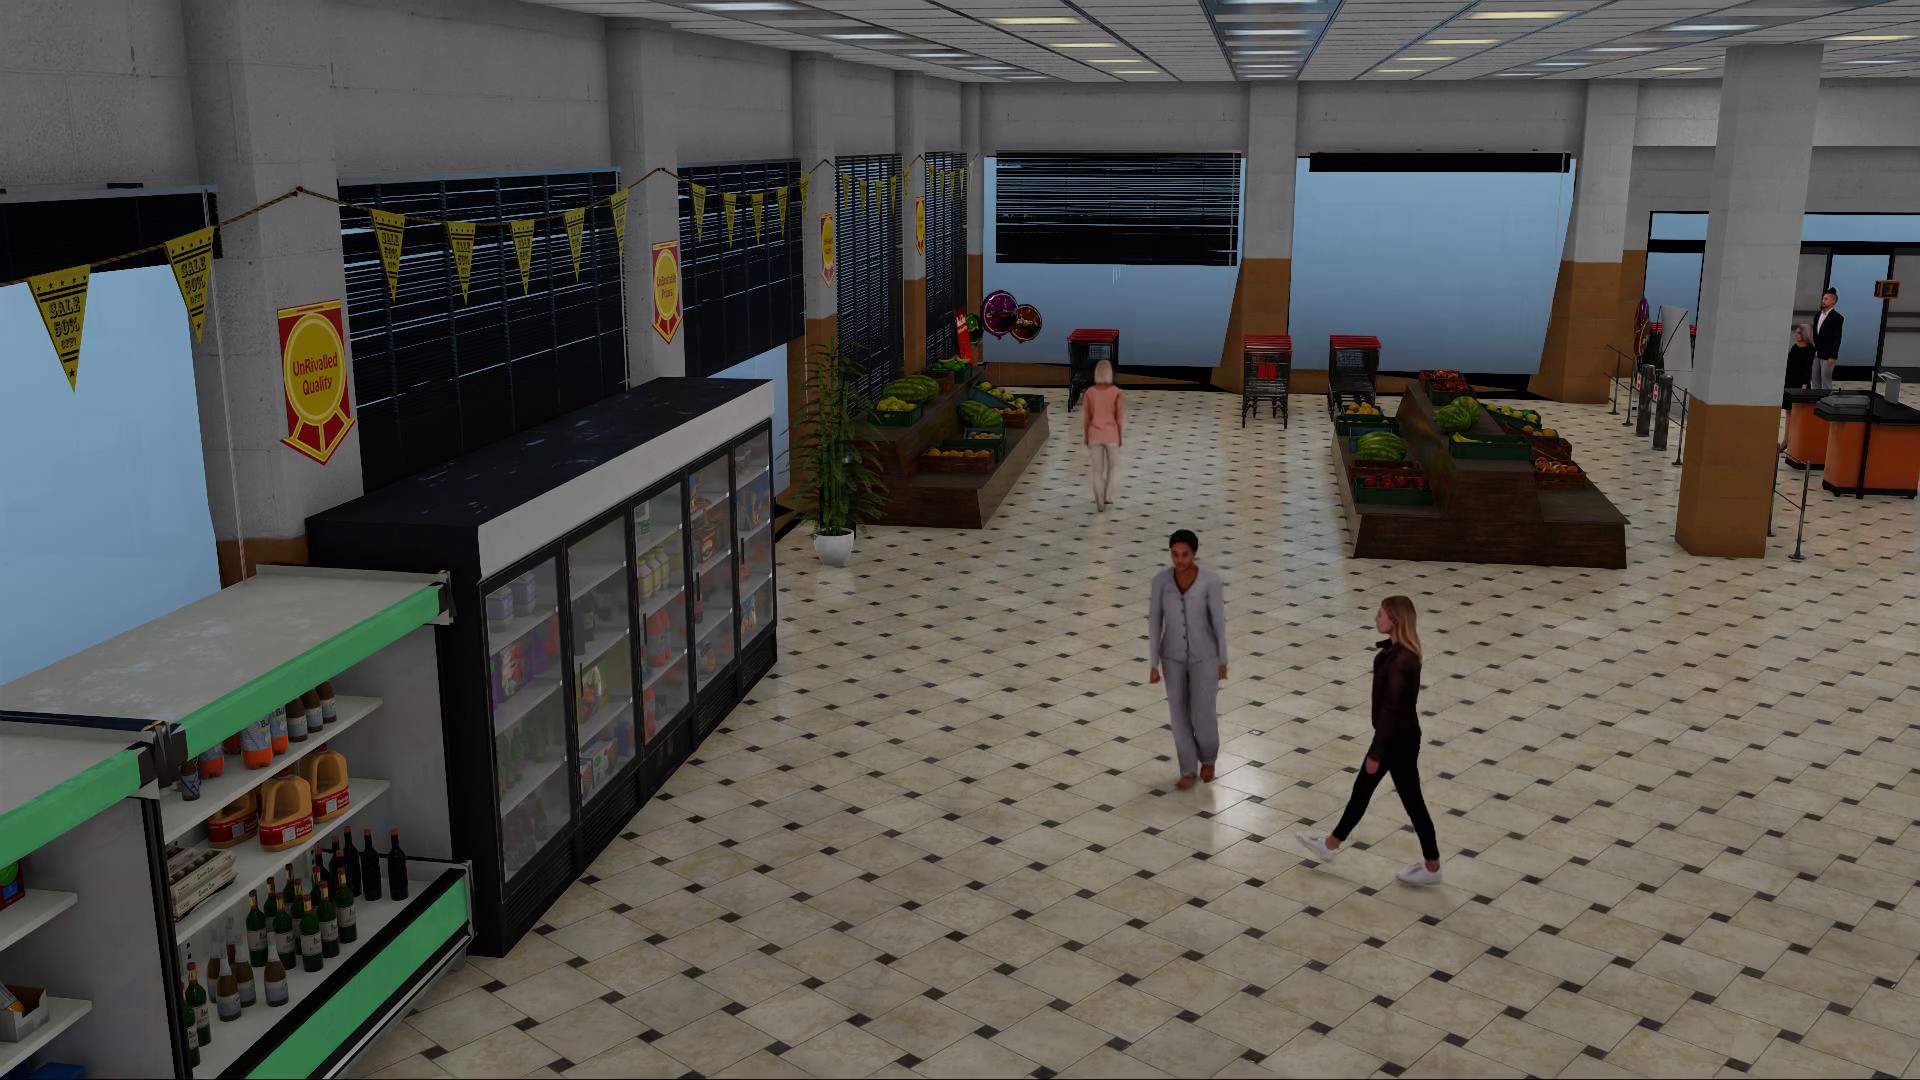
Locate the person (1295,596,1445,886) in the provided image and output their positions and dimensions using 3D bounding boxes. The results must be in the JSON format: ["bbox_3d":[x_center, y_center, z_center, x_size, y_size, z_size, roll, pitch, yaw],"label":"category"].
[{"bbox_3d":[2.518,1.155,9.259,0.755,1.662,1.018,4,14,15],"label":"person"}]

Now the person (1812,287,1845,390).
[{"bbox_3d":[13.072,-2.843,25.134,0.849,1.949,0.684,-3,14,-13],"label":"person"}]

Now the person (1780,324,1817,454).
[{"bbox_3d":[11.115,-2.004,22.108,0.738,1.747,0.625,-3,14,-12],"label":"person"}]

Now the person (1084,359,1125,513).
[{"bbox_3d":[1.605,-1.158,18.679,0.605,1.719,0.585,2,14,9],"label":"person"}]

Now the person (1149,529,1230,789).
[{"bbox_3d":[1.512,0.748,10.834,0.732,1.713,0.727,5,14,18],"label":"person"}]
